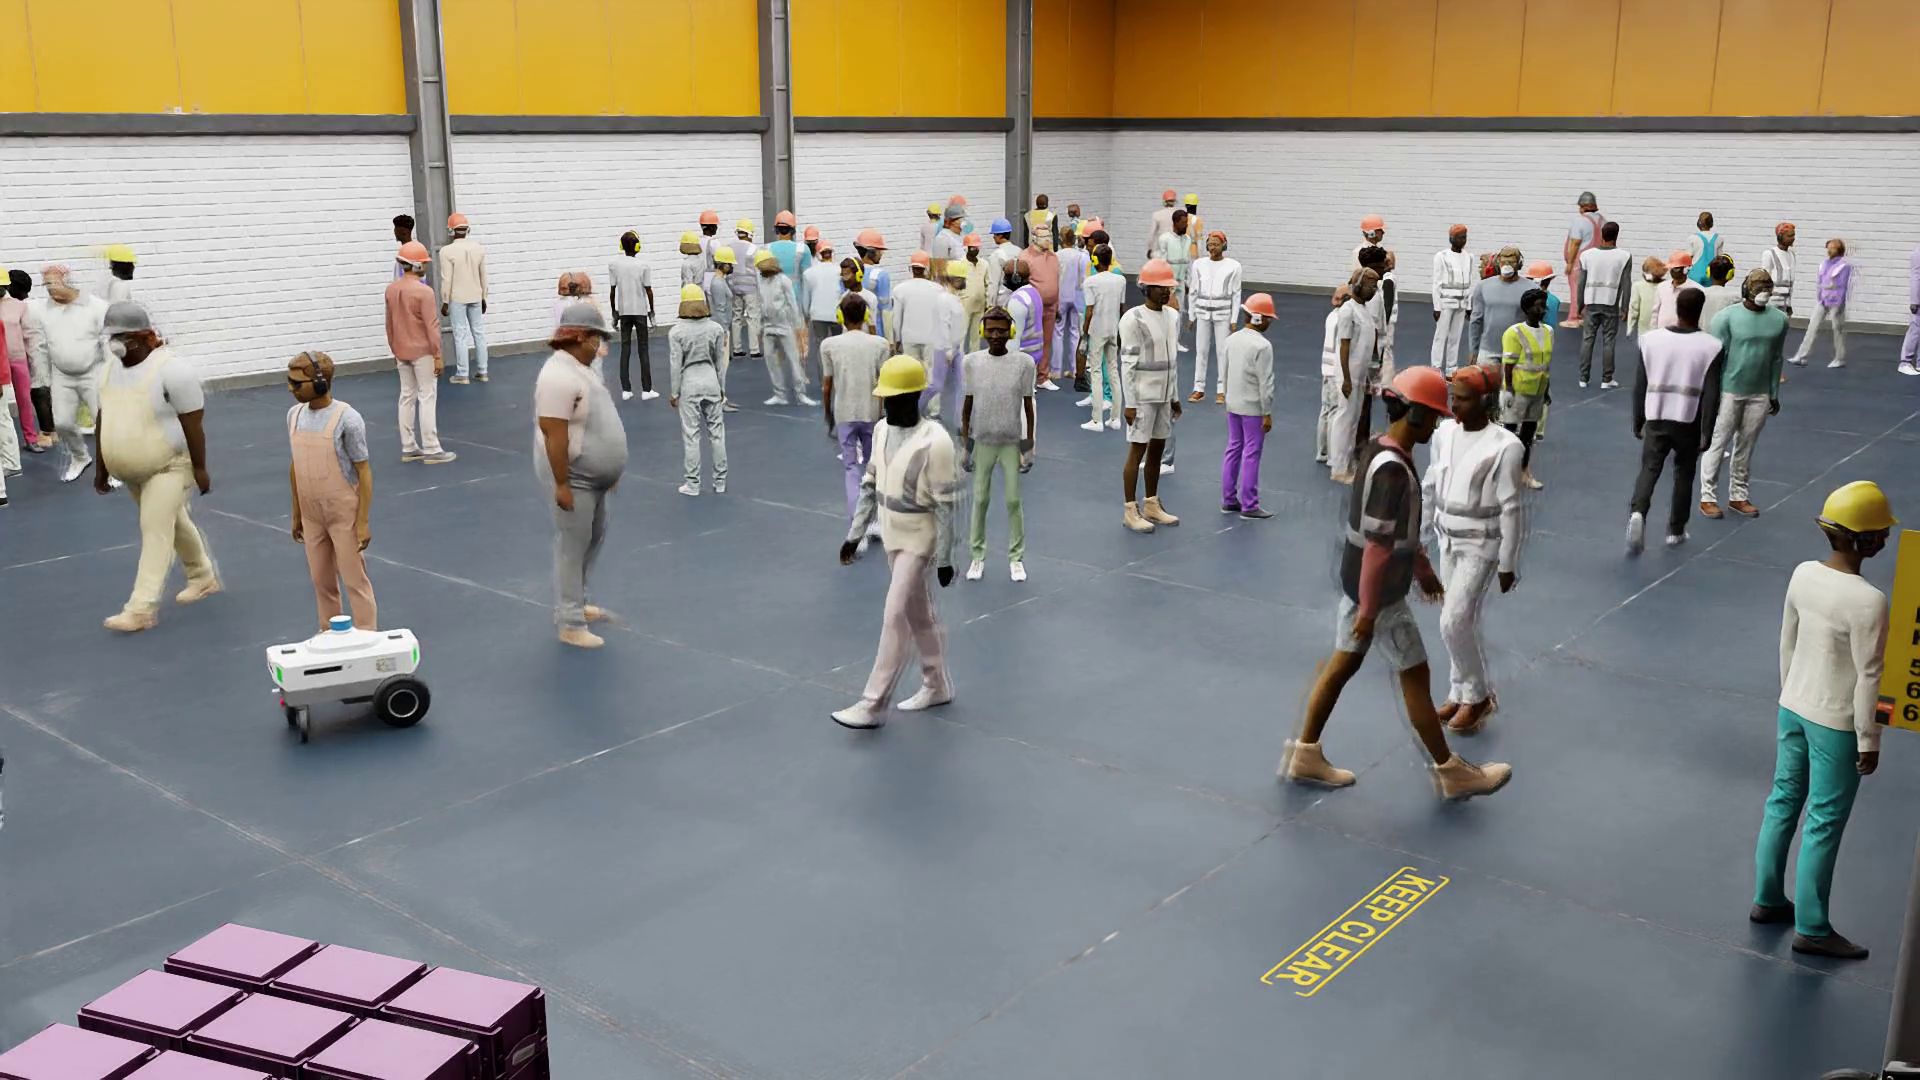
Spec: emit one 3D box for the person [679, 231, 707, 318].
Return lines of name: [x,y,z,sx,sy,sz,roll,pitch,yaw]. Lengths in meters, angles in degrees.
person: [-3.274,-2.898,20.356,0.295,1.744,0.484,4,15,16]

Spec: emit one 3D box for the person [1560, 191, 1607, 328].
person: [9.375,-4.234,25.091,0.682,2.000,0.536,-8,16,-29]

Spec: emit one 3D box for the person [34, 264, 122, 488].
person: [-7.391,-1.381,14.034,0.692,1.885,0.513,-1,14,-6]

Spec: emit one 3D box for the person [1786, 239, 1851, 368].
person: [10.836,-2.947,20.823,0.819,1.607,0.536,-4,15,-16]

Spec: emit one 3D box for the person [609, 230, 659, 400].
person: [-3.623,-2.490,18.472,0.531,1.871,0.322,2,14,6]

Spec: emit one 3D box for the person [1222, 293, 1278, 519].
person: [2.270,-1.042,12.936,0.347,1.741,0.568,-6,15,-24]

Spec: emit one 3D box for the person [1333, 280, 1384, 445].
person: [3.624,-1.586,15.202,0.536,1.700,0.318,8,16,30]

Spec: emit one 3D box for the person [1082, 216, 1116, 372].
person: [1.649,-3.039,20.591,0.408,1.908,0.643,-6,15,-23]

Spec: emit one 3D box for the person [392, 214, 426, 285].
person: [-6.603,-2.920,19.992,0.368,1.966,0.603,-1,14,-4]

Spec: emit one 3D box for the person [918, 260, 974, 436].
person: [-0.181,-1.865,16.290,0.799,1.733,0.542,5,15,20]

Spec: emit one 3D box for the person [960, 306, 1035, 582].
person: [0.248,-0.635,11.093,0.499,1.861,0.333,2,14,7]

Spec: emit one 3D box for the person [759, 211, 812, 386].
person: [-2.006,-2.783,19.293,0.616,2.040,0.382,1,14,2]

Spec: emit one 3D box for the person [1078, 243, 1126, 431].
person: [1.416,-2.017,16.604,0.532,1.859,0.332,-8,16,-29]

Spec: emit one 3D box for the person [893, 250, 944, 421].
person: [-0.405,-2.094,17.121,0.560,1.753,0.327,1,14,6]

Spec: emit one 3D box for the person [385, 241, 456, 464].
person: [-4.883,-1.684,14.998,0.623,1.992,0.396,9,16,31]

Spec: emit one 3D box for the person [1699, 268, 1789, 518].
person: [6.081,-1.133,12.909,0.629,1.940,0.379,-2,14,-7]

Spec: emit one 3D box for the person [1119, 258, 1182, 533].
person: [1.456,-1.085,12.505,0.374,2.043,0.611,14,19,43]

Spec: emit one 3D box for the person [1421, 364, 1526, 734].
person: [2.513,0.050,8.330,0.460,1.871,0.595,-5,15,-20]

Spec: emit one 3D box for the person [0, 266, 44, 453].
person: [-8.788,-1.647,15.333,0.525,1.761,0.338,-13,19,-41]

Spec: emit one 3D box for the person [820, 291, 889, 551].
person: [-0.750,-0.867,12.048,0.512,1.837,0.656,-3,14,-11]

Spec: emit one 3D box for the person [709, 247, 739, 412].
person: [-2.508,-2.231,17.675,0.342,1.756,0.532,-2,14,-8]

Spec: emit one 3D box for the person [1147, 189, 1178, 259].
person: [3.500,-4.902,27.957,0.607,1.960,1.009,-4,15,-16]

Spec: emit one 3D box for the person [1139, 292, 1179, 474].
person: [1.754,-1.393,14.568,0.281,1.633,0.500,-3,14,-10]

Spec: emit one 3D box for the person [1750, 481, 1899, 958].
person: [3.201,0.653,6.117,0.306,1.772,0.527,-2,14,-7]

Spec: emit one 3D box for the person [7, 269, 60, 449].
person: [-8.762,-1.707,15.713,0.319,1.690,0.540,-5,15,-18]

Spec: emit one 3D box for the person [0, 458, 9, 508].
person: [-7.865,-1.134,13.157,0.591,1.823,0.404,12,19,41]

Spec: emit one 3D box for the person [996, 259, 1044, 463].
person: [0.530,-1.622,15.079,0.429,1.836,0.626,4,15,17]

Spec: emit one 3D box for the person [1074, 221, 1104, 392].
person: [1.495,-2.667,19.042,0.373,1.934,0.552,0,14,2]

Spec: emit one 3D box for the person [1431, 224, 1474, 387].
person: [5.738,-2.722,19.373,0.575,1.882,0.355,-7,16,-27]

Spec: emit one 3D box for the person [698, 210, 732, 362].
person: [-3.214,-3.273,21.460,0.552,1.937,0.356,12,18,39]

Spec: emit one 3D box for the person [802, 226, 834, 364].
person: [-1.877,-3.131,21.265,0.573,1.750,0.330,-2,14,-6]

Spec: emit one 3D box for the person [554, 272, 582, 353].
person: [-3.747,-1.758,16.037,0.317,1.631,0.515,-9,17,-32]

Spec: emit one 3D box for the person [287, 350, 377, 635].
person: [-3.430,-0.121,9.062,0.516,1.839,0.329,6,15,22]

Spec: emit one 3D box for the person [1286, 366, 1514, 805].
person: [1.983,0.209,7.458,1.005,1.974,0.609,1,14,5]

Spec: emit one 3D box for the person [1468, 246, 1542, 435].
person: [4.969,-1.715,15.236,0.629,1.940,0.373,6,15,22]

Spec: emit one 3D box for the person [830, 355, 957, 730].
person: [-0.360,0.016,8.413,0.825,1.894,0.614,-9,17,-32]

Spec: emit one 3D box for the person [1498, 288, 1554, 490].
person: [4.712,-1.241,13.831,0.533,1.697,0.319,-8,16,-28]

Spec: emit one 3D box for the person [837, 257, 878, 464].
person: [-0.923,-1.620,15.029,0.338,1.858,0.524,-10,17,-36]
